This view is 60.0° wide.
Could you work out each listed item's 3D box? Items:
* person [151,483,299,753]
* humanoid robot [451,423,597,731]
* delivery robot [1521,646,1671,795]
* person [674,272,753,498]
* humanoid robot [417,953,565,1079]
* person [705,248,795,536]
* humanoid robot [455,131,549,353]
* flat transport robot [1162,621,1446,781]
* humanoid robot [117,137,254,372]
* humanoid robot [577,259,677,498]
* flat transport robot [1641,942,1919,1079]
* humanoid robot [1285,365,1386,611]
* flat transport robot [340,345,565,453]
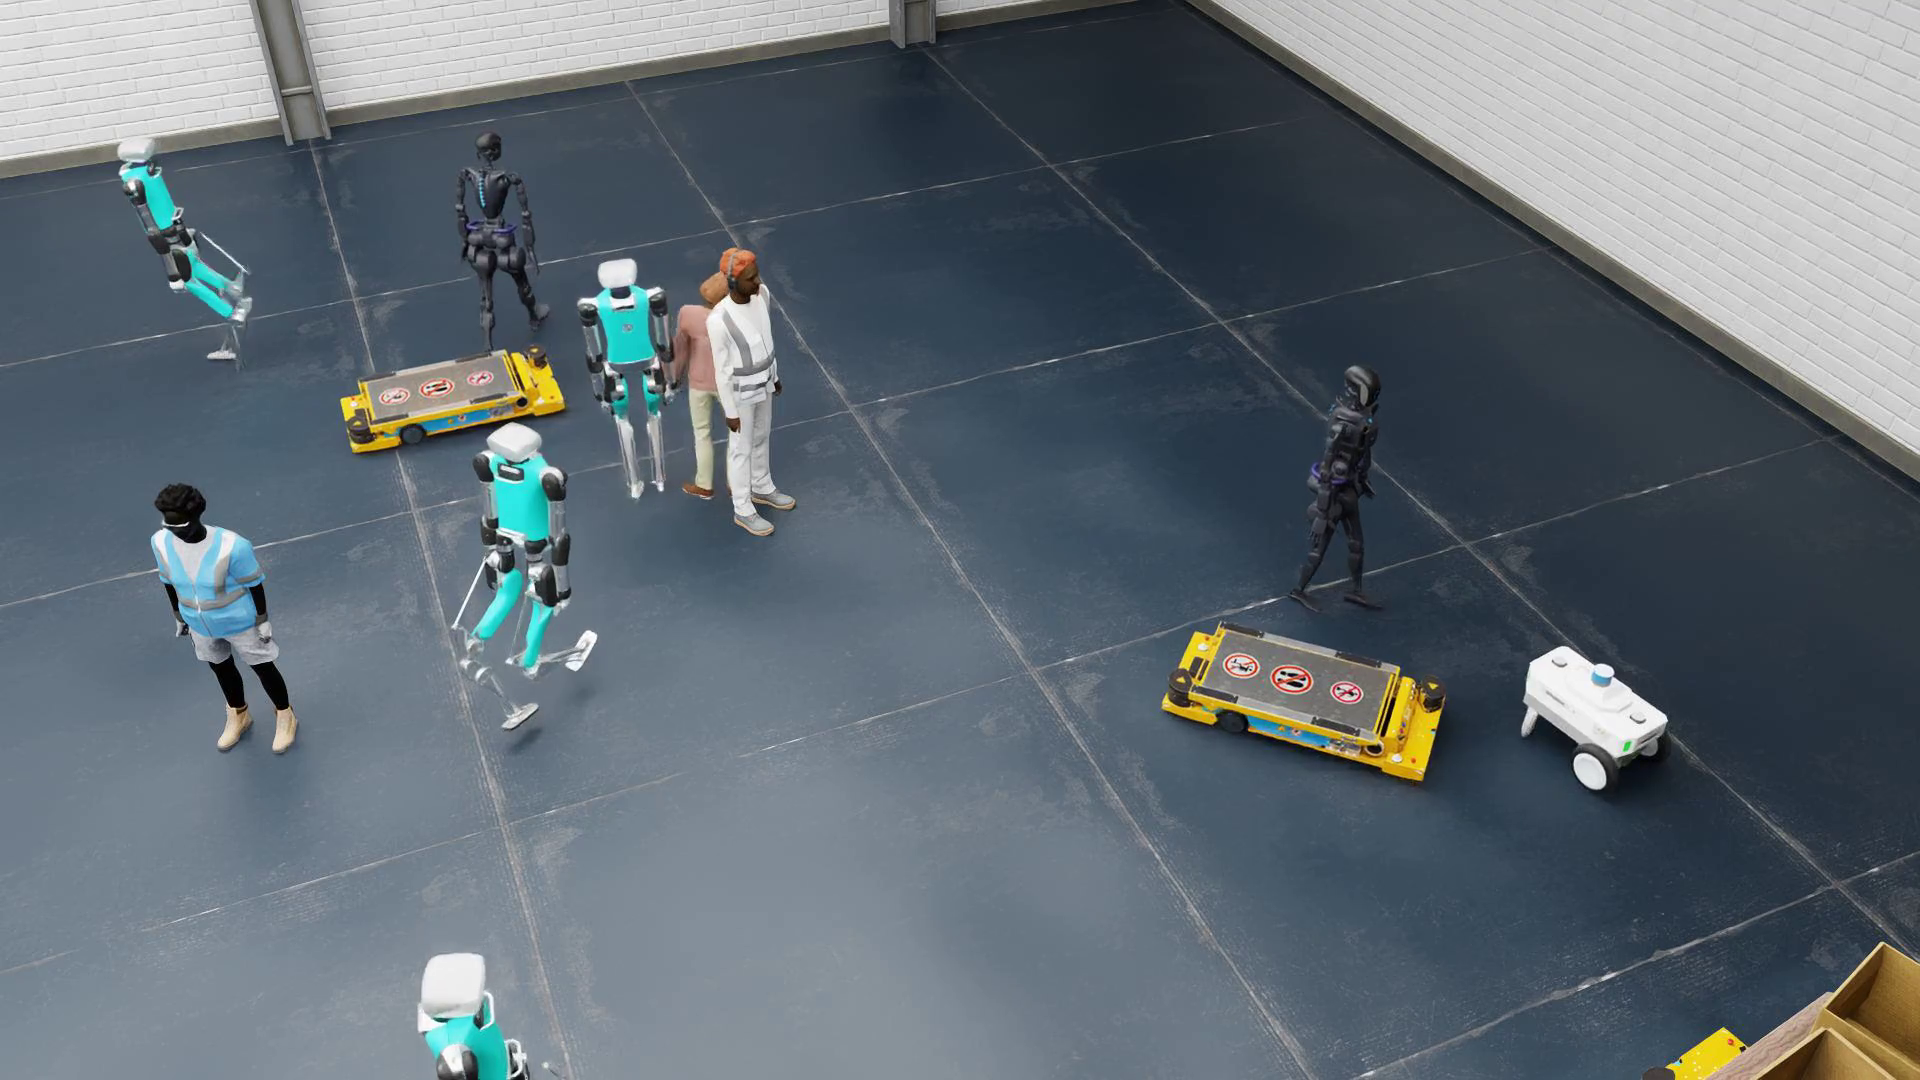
[{"bbox_3d":[-3.798,0.410,8.566,0.541,1.695,0.316,4,38,5],"label":"person"},{"bbox_3d":[-2.343,0.269,8.702,0.531,1.715,1.004,15,40,18],"label":"humanoid robot"},{"bbox_3d":[3.368,0.941,8.826,0.521,0.608,0.780,-22,42,-26],"label":"delivery robot"},{"bbox_3d":[-1.549,-0.969,10.442,0.612,1.595,0.329,3,38,4],"label":"person"},{"bbox_3d":[-1.532,2.151,6.283,0.747,1.791,0.539,-10,39,-13],"label":"humanoid robot"},{"bbox_3d":[-1.275,-0.909,10.133,0.356,1.883,0.573,15,40,19],"label":"person"},{"bbox_3d":[-3.334,-2.125,11.922,0.615,1.628,0.728,7,38,9],"label":"humanoid robot"},{"bbox_3d":[1.895,0.863,9.150,1.431,0.231,0.659,14,40,18],"label":"flat transport robot"},{"bbox_3d":[-5.291,-1.937,11.655,0.726,1.862,0.533,-6,38,-8],"label":"humanoid robot"},{"bbox_3d":[-2.053,-1.017,10.416,0.546,1.810,0.723,-10,39,-12],"label":"humanoid robot"},{"bbox_3d":[3.523,2.652,6.822,0.659,0.231,1.431,-21,42,-25],"label":"flat transport robot"},{"bbox_3d":[2.216,-0.247,9.442,0.558,1.642,0.615,24,44,28],"label":"humanoid robot"},{"bbox_3d":[-3.534,-0.986,11.557,1.431,0.231,0.659,-14,40,-18],"label":"flat transport robot"}]
